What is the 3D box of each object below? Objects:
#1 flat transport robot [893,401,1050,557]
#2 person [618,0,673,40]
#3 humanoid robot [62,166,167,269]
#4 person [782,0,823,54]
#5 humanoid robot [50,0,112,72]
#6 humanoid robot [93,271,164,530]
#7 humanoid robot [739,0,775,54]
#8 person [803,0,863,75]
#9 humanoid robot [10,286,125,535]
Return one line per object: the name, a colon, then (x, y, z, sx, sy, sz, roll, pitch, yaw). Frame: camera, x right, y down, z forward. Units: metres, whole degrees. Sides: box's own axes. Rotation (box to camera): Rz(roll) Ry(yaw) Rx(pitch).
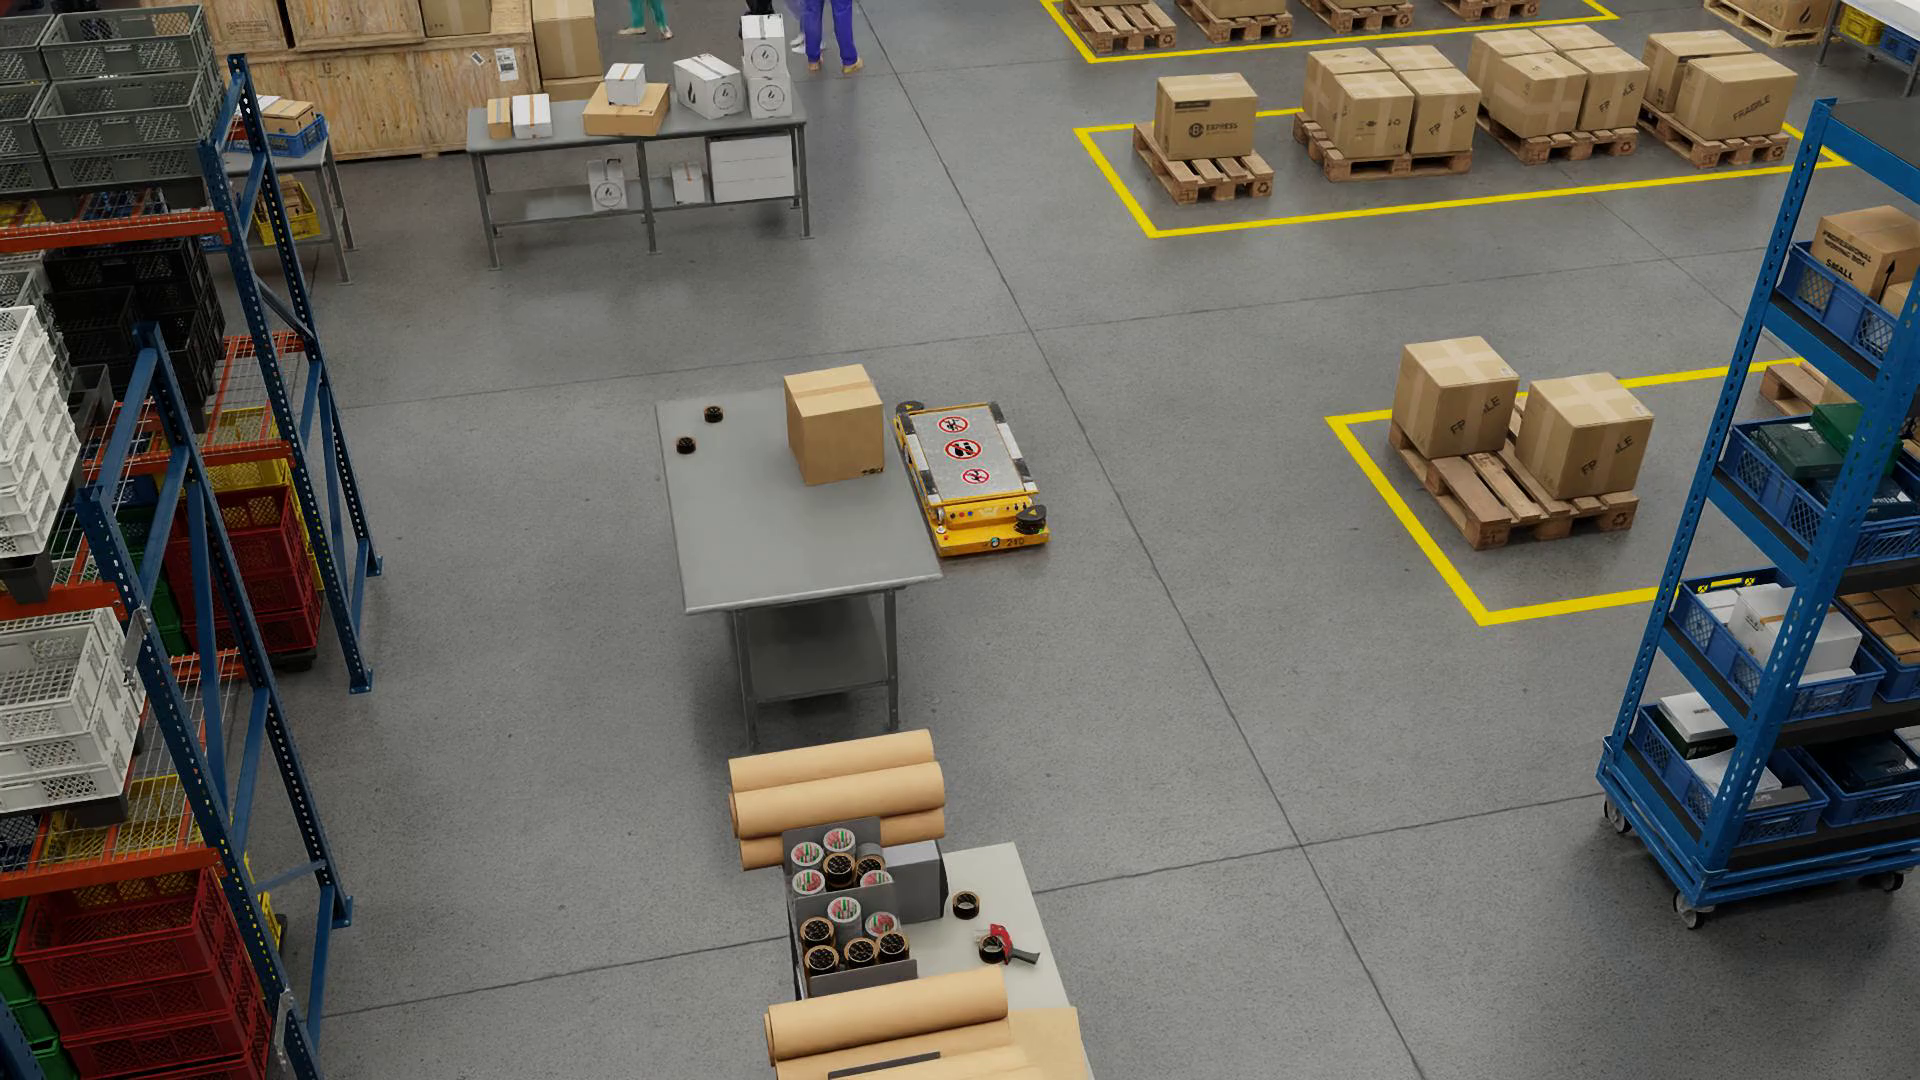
flat transport robot: (0.046, -0.430, 10.108, 0.652, 0.197, 1.431, -8, 37, -10)
person: (-3.103, -5.661, 15.946, 0.630, 1.725, 0.327, 20, 41, 25)
humanoid robot: (-5.511, -1.898, 10.918, 0.570, 1.651, 0.360, -27, 44, -32)
person: (-1.523, -5.488, 15.556, 0.465, 1.902, 0.606, -9, 38, -12)
humanoid robot: (-7.227, -4.069, 13.830, 0.324, 1.658, 0.602, 5, 37, 7)
humanoid robot: (-4.642, -0.755, 9.387, 0.570, 1.651, 0.323, -14, 39, -17)
humanoid robot: (-1.701, -4.240, 14.072, 0.330, 1.650, 0.580, 5, 37, 6)
person: (-1.219, -5.298, 15.191, 0.677, 2.000, 0.537, 10, 38, 13)
humanoid robot: (-5.057, -0.752, 9.382, 0.334, 1.651, 0.579, -22, 42, -27)
